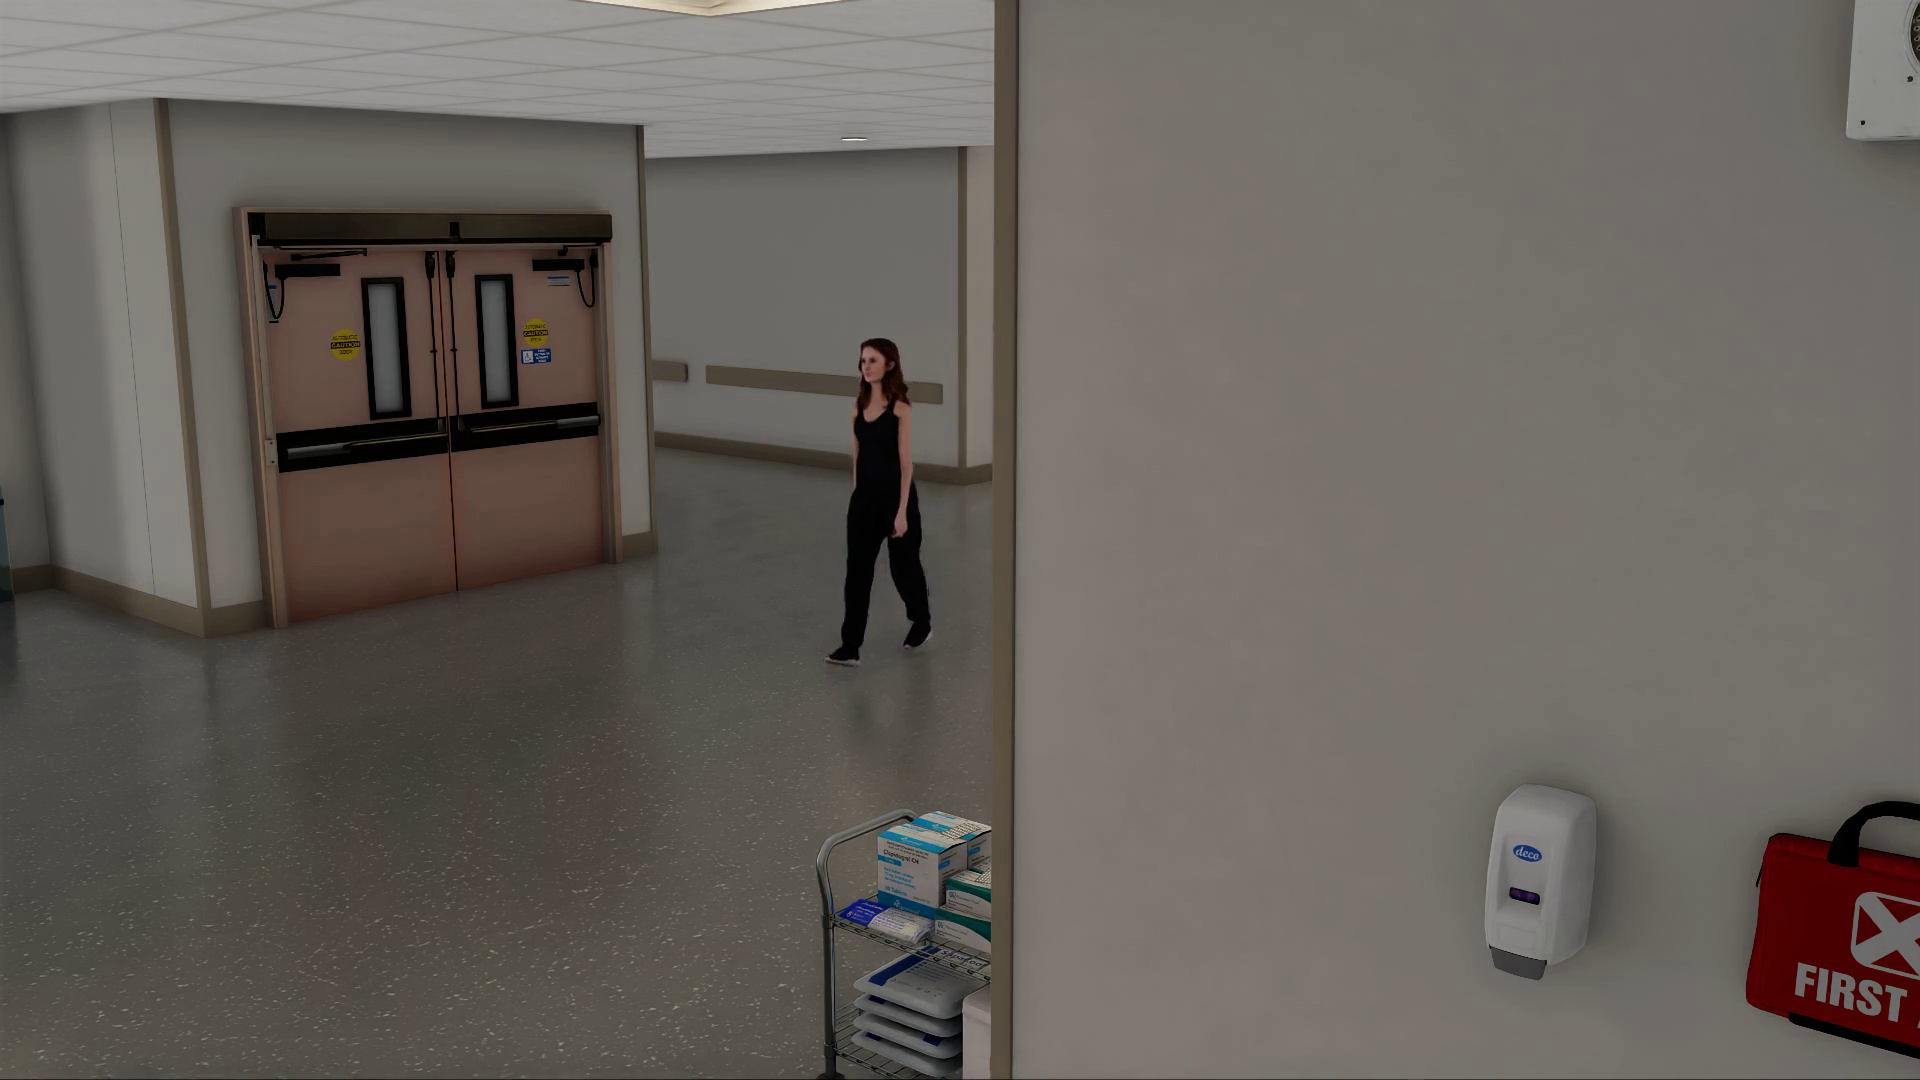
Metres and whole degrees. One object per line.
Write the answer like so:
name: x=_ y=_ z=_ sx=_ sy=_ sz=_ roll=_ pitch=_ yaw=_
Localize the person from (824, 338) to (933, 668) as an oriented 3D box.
person: x=-0.331 y=-0.185 z=8.831 sx=0.762 sy=1.700 sz=1.178 roll=6 pitch=12 yaw=28
